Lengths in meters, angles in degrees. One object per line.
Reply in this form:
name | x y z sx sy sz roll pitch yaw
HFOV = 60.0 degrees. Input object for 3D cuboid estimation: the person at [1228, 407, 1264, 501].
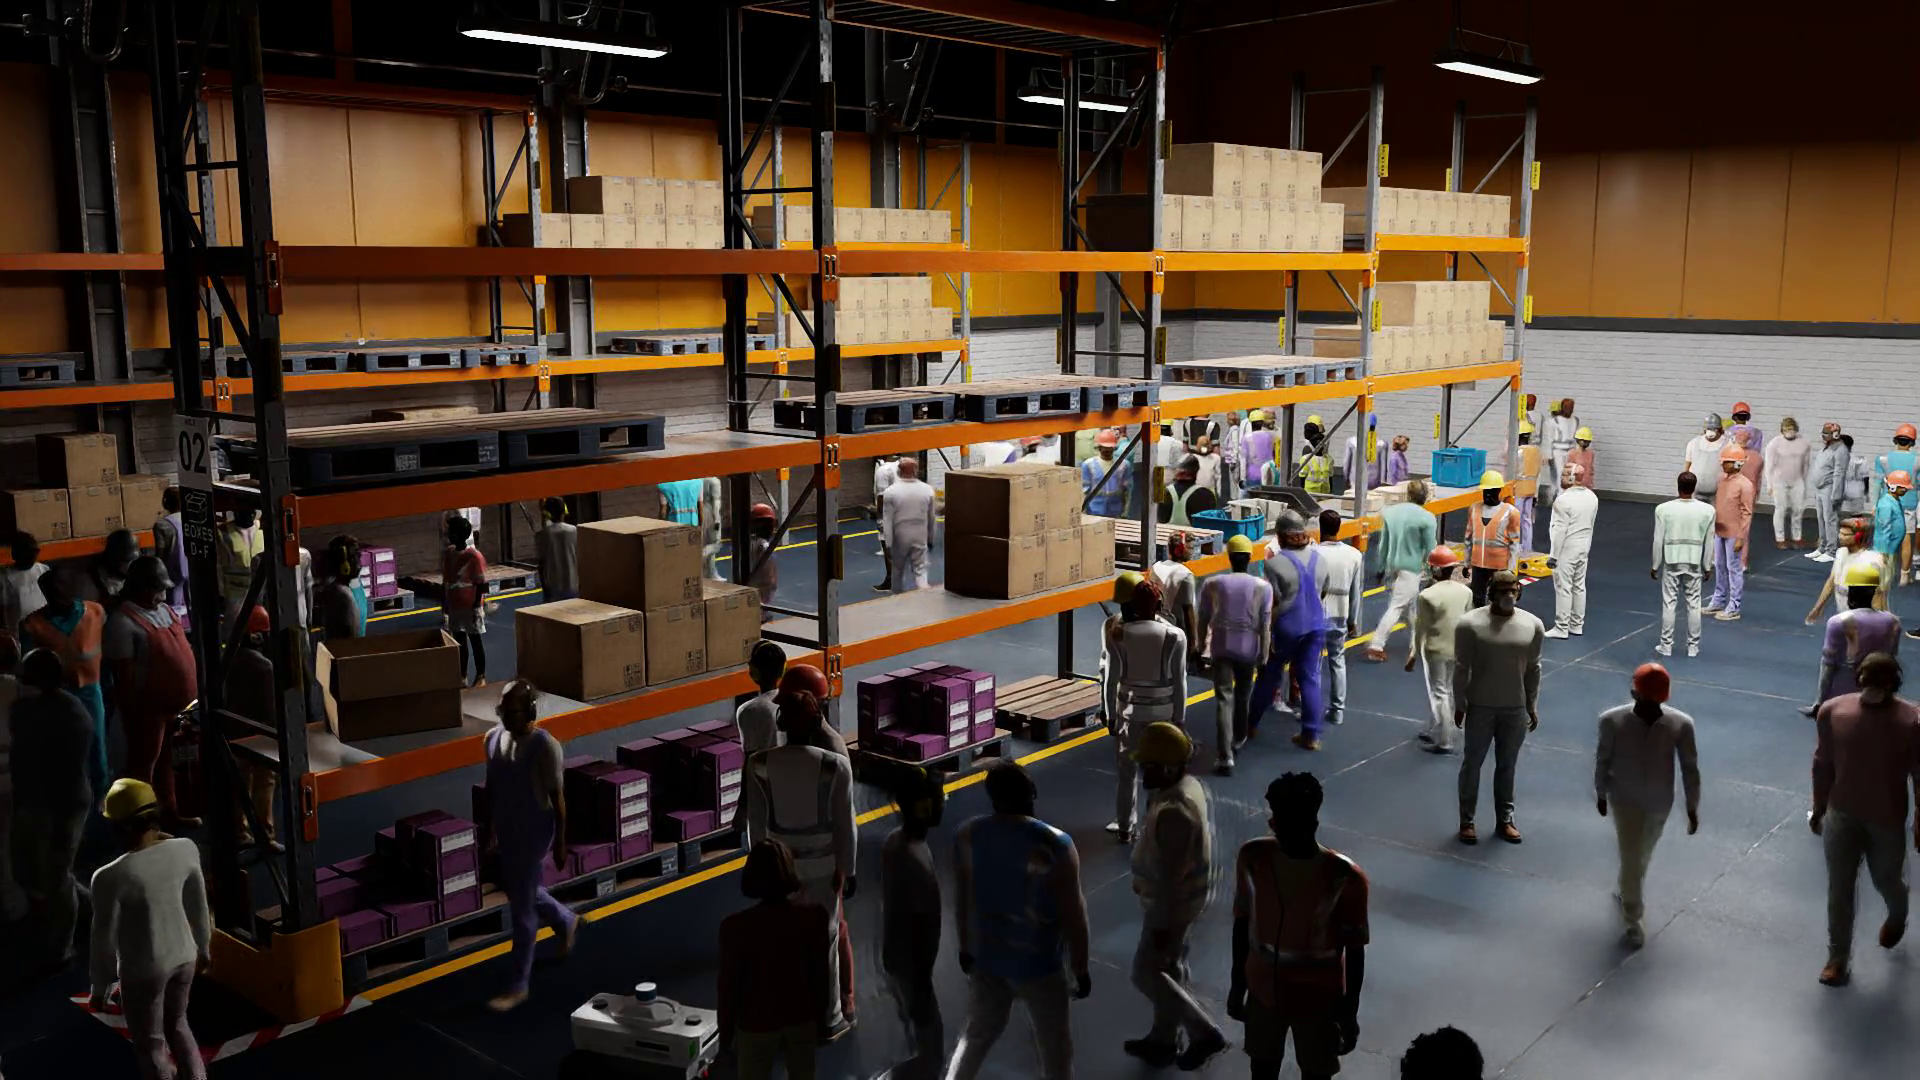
person | 4.847 -1.632 28.165 0.613 1.995 0.391 1 10 9

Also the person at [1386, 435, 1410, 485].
person | 6.196 -0.677 23.560 0.326 1.622 0.532 5 11 29

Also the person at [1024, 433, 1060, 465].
person | 1.205 -0.806 23.097 0.687 2.000 0.535 2 10 10

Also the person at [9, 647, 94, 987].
person | -5.172 1.537 9.484 0.643 1.921 0.593 5 11 27

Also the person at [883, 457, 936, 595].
person | -0.564 -0.008 18.875 0.658 1.865 0.975 -3 10 -17

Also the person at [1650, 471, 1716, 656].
person | 7.448 0.249 17.160 0.590 1.920 0.399 2 10 15

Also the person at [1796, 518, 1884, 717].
person | 7.848 0.699 14.812 0.865 1.808 0.587 1 10 5

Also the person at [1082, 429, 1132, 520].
person | 1.797 -0.356 20.437 0.625 2.033 0.410 0 10 0

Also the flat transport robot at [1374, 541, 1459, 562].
flat transport robot | 6.288 0.168 22.553 1.431 0.197 0.652 -9 13 -43

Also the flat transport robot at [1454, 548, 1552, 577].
flat transport robot | 7.200 0.260 22.004 0.652 0.197 1.431 -9 13 -43

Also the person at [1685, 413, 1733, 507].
person | 10.185 -0.729 22.635 0.681 2.000 0.535 7 12 38

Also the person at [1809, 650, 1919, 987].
person | 5.201 1.539 9.475 0.639 1.917 0.786 9 13 43

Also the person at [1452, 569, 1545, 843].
person | 3.760 1.161 11.658 0.632 1.940 0.372 0 10 -1

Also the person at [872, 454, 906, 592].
person | -0.874 -0.335 20.530 0.363 1.962 0.606 5 11 25

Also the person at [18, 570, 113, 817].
person | -6.513 1.111 12.182 0.617 1.857 0.767 -7 12 -35

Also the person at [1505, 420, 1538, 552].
person | 7.792 -0.711 22.993 0.597 1.884 0.644 6 11 32

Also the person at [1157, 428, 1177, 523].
person | 3.065 -0.974 25.016 0.488 1.742 0.317 -6 11 -34

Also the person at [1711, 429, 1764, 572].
person | 10.257 -0.529 21.998 0.669 1.857 0.886 -1 10 -5

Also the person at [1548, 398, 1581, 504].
person | 9.869 -1.412 27.247 0.588 1.863 0.749 -2 10 -13

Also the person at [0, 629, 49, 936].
person | -5.767 1.458 10.090 0.596 1.867 0.474 -3 10 -15

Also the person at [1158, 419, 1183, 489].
person | 2.896 -0.835 23.638 0.586 1.920 0.397 5 11 26

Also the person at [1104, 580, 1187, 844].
person | 1.289 1.206 11.580 0.575 1.879 0.359 2 10 14

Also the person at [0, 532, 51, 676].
person | -7.759 0.838 13.938 0.705 1.816 0.537 6 11 33

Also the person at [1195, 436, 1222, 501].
person | 3.444 -0.653 23.456 0.522 1.604 0.738 0 10 1

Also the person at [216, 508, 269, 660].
person | -6.866 0.481 16.049 0.631 1.837 0.429 -8 12 -39

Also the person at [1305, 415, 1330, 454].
person | 5.426 -1.046 25.452 0.483 1.737 0.319 -6 11 -32

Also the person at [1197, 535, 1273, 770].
person | 2.222 0.897 13.503 0.607 1.861 1.030 2 10 12

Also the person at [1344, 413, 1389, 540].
person | 5.847 -0.881 23.984 0.609 1.887 1.021 2 10 12

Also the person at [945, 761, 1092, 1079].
person | 0.274 1.906 7.613 0.711 1.817 0.537 6 11 34

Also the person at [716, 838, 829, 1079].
person | -0.795 2.076 7.133 0.503 1.627 0.277 -4 10 -24

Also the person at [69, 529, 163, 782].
person | -6.540 0.889 12.978 0.573 2.000 0.736 8 13 41

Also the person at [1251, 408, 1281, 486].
person | 4.607 -1.039 24.941 0.656 1.894 0.401 -7 12 -34

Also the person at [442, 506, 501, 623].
person | -5.591 0.093 18.845 0.636 1.640 0.845 5 11 28

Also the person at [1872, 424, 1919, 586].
person | 11.817 -0.444 20.931 0.608 2.044 0.378 6 11 32

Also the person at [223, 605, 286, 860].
person | -4.814 1.310 11.357 0.577 1.746 0.354 5 11 28

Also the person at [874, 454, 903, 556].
person | -0.951 -0.586 23.023 0.512 1.631 0.317 -7 12 -34

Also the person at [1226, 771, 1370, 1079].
person | 1.411 1.921 7.064 0.603 1.958 0.391 7 12 35

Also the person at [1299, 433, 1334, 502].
person | 4.959 -0.642 23.146 0.532 1.696 0.319 -3 10 -15

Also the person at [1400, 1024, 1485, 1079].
person | 1.476 2.300 4.839 0.675 1.943 0.386 -2 10 -12

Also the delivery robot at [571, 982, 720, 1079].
delivery robot | -1.521 2.401 8.099 0.707 0.478 0.477 3 10 19

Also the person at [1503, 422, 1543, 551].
person | 7.590 -0.643 22.514 0.591 1.913 0.394 -5 11 -29

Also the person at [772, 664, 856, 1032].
person | -0.787 1.621 8.789 0.411 1.986 0.617 -5 11 -29

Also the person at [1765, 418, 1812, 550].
person | 11.649 -0.792 23.456 0.656 1.891 0.543 1 10 4

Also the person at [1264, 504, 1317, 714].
person | 2.977 0.613 15.032 0.603 1.904 0.386 -6 11 -33
